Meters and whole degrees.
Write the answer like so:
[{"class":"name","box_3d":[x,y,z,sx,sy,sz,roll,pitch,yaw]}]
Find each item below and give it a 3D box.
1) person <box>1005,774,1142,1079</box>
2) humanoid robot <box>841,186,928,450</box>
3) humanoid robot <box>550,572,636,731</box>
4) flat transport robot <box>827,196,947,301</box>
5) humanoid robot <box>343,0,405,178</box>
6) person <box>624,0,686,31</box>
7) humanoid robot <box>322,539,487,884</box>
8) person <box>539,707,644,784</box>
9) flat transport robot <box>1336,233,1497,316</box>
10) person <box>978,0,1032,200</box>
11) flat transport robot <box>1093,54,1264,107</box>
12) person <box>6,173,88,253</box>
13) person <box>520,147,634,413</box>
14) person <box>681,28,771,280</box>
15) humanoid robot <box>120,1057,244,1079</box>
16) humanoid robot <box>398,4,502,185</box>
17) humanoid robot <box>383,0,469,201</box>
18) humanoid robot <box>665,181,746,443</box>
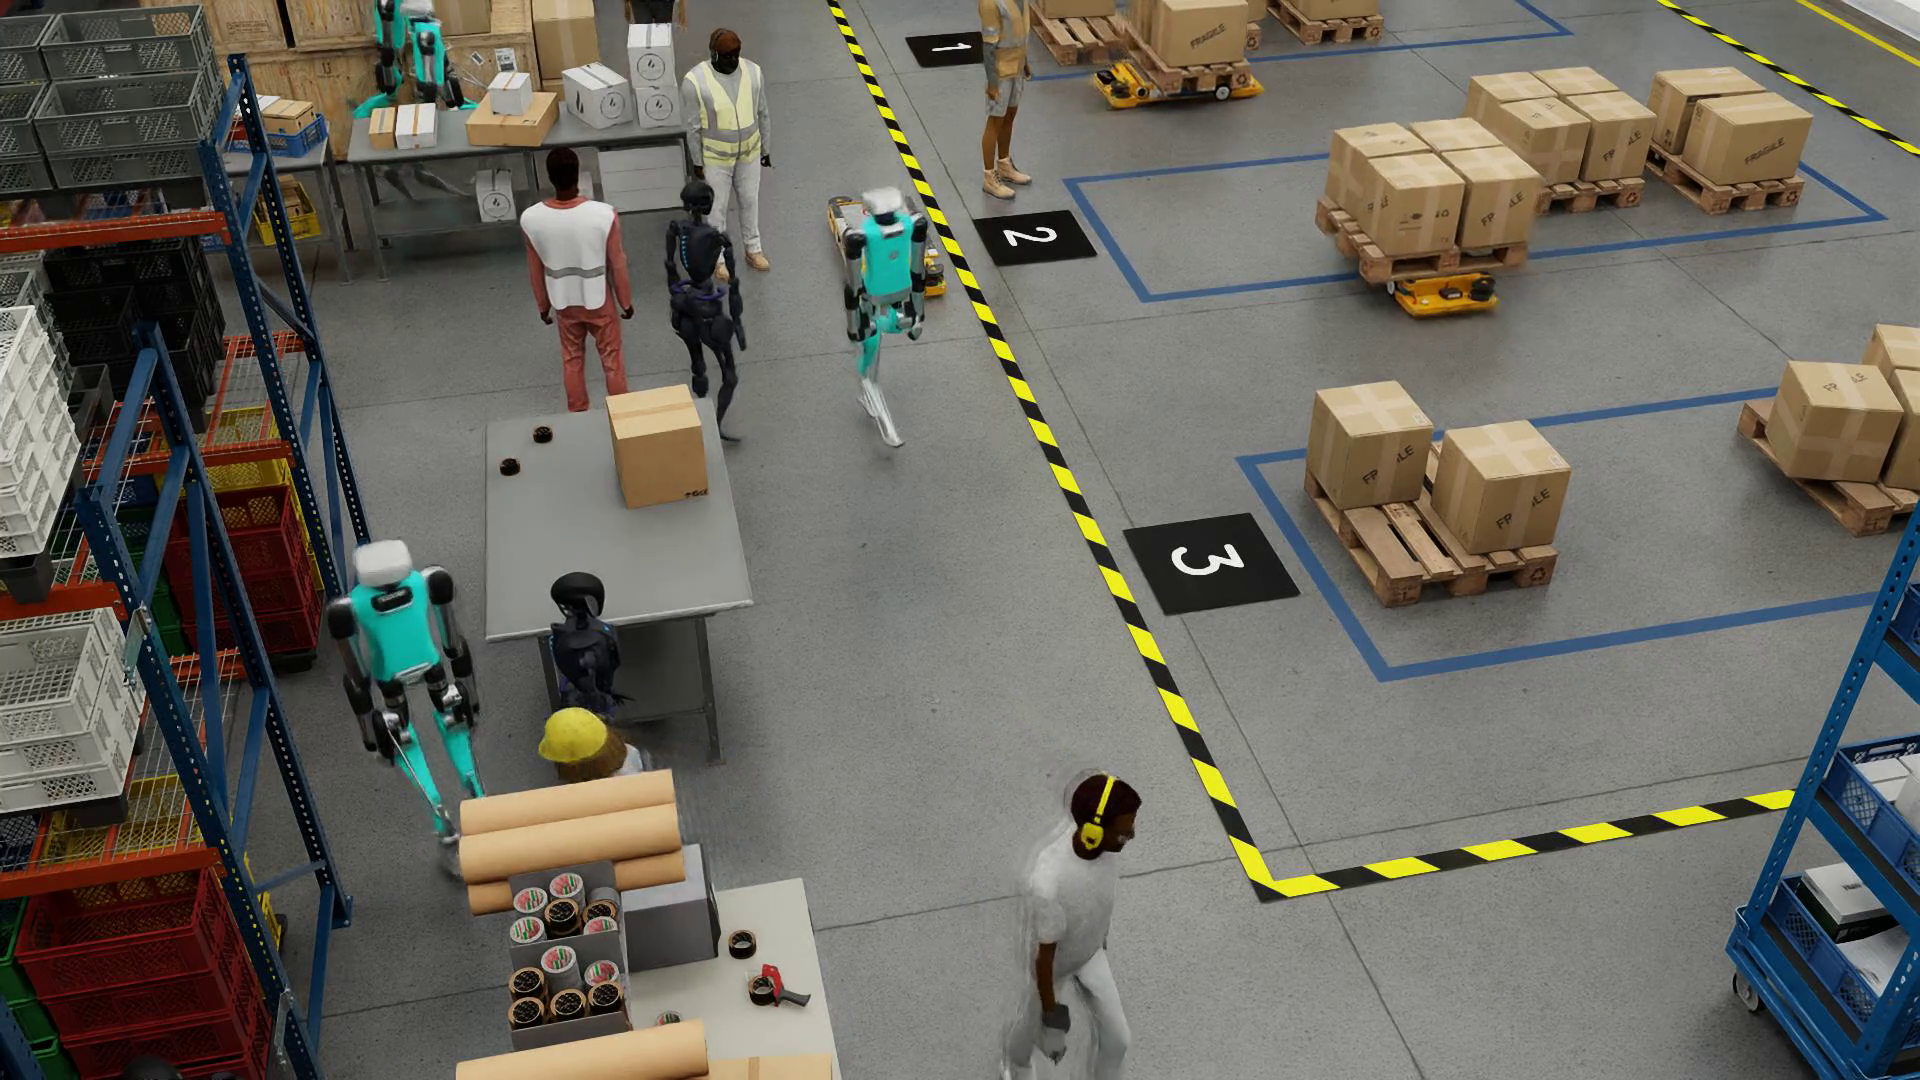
[{"class":"person","box_3d":[0.461,1.614,6.074,0.582,1.829,0.806,-29,45,-33]},{"class":"humanoid robot","box_3d":[-0.509,-1.397,10.180,0.550,1.735,0.980,-17,40,-21]},{"class":"humanoid robot","box_3d":[-1.569,0.798,7.295,0.327,1.651,0.593,-9,38,-12]},{"class":"flat transport robot","box_3d":[-0.570,-2.220,12.538,0.659,0.231,1.431,-8,37,-10]},{"class":"humanoid robot","box_3d":[-4.708,-3.706,13.335,0.740,1.817,0.550,-4,37,-6]},{"class":"person","box_3d":[-2.653,-4.582,14.428,0.535,1.794,0.903,-8,37,-10]},{"class":"humanoid robot","box_3d":[-2.244,0.926,7.160,0.530,1.878,0.784,-22,42,-26]},{"class":"person","box_3d":[-1.463,1.307,6.595,0.768,1.703,0.482,7,37,10]},{"class":"flat transport robot","box_3d":[3.372,-2.114,12.372,0.652,0.197,1.431,-8,37,-10]},{"class":"person","box_3d":[0.384,-3.709,13.053,0.375,2.045,0.604,19,41,24]},{"class":"flat transport robot","box_3d":[1.996,-4.228,15.212,1.431,0.197,0.652,-8,37,-10]},{"class":"person","box_3d":[-5.829,-1.816,10.742,0.346,1.765,0.538,10,38,14]},{"class":"person","box_3d":[-2.304,-1.463,10.148,0.592,1.910,0.390,0,37,0]},{"class":"person","box_3d":[-1.645,-2.785,11.990,0.629,1.835,0.429,-18,40,-23]},{"class":"humanoid robot","box_3d":[-2.407,2.212,5.396,0.312,1.653,0.605,16,40,21]},{"class":"humanoid robot","box_3d":[-3.875,-3.576,13.135,0.836,1.753,0.546,-13,39,-17]},{"class":"humanoid robot","box_3d":[-4.150,-3.238,12.674,0.891,1.762,0.551,-7,37,-10]},{"class":"humanoid robot","box_3d":[-1.611,-1.381,10.233,0.603,1.647,0.465,21,42,26]}]
